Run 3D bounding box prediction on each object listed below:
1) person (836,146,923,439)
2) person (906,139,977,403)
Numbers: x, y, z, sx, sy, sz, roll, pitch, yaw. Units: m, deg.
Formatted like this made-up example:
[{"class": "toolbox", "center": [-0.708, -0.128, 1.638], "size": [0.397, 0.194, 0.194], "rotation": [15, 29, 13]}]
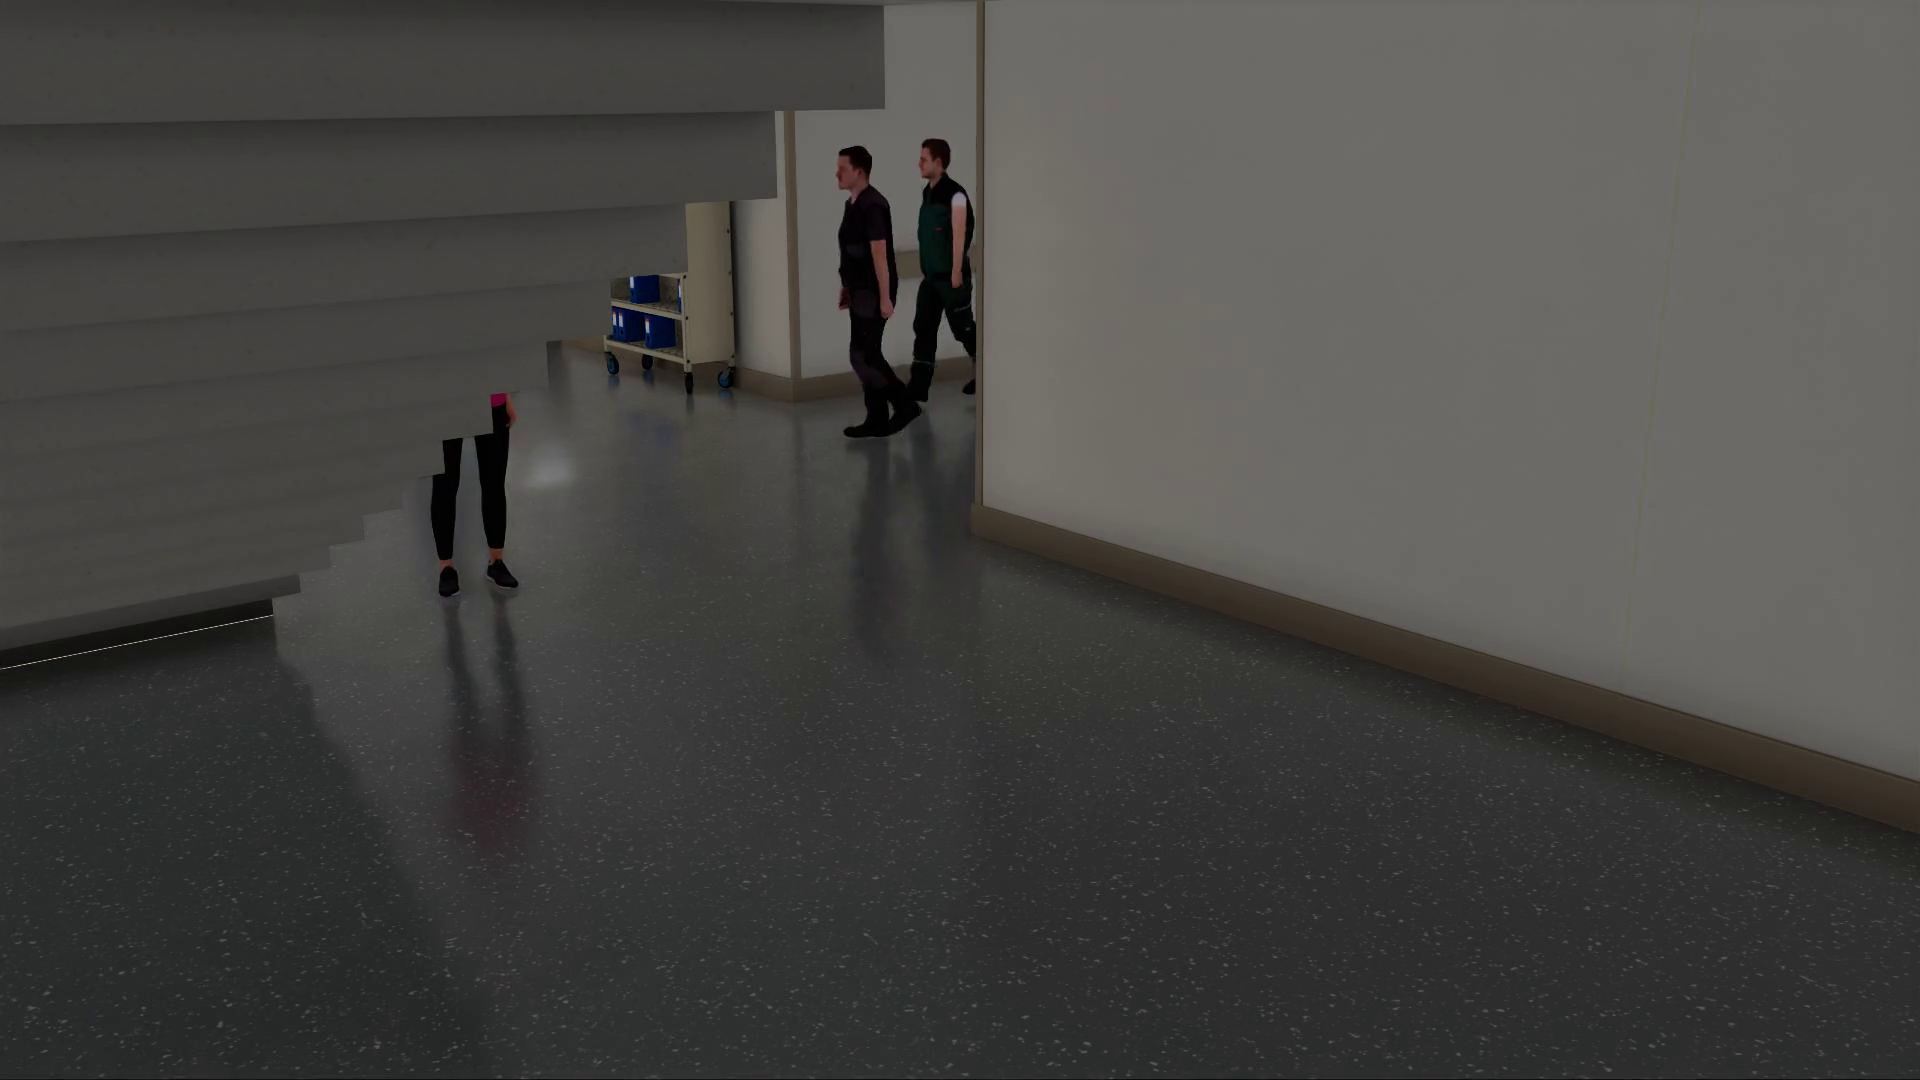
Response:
[{"class": "person", "center": [-0.469, -1.532, 10.444], "size": [0.927, 1.823, 0.844], "rotation": [-4, 16, -15]}, {"class": "person", "center": [-0.029, -1.860, 11.659], "size": [0.812, 1.795, 1.084], "rotation": [-11, 19, -33]}]
